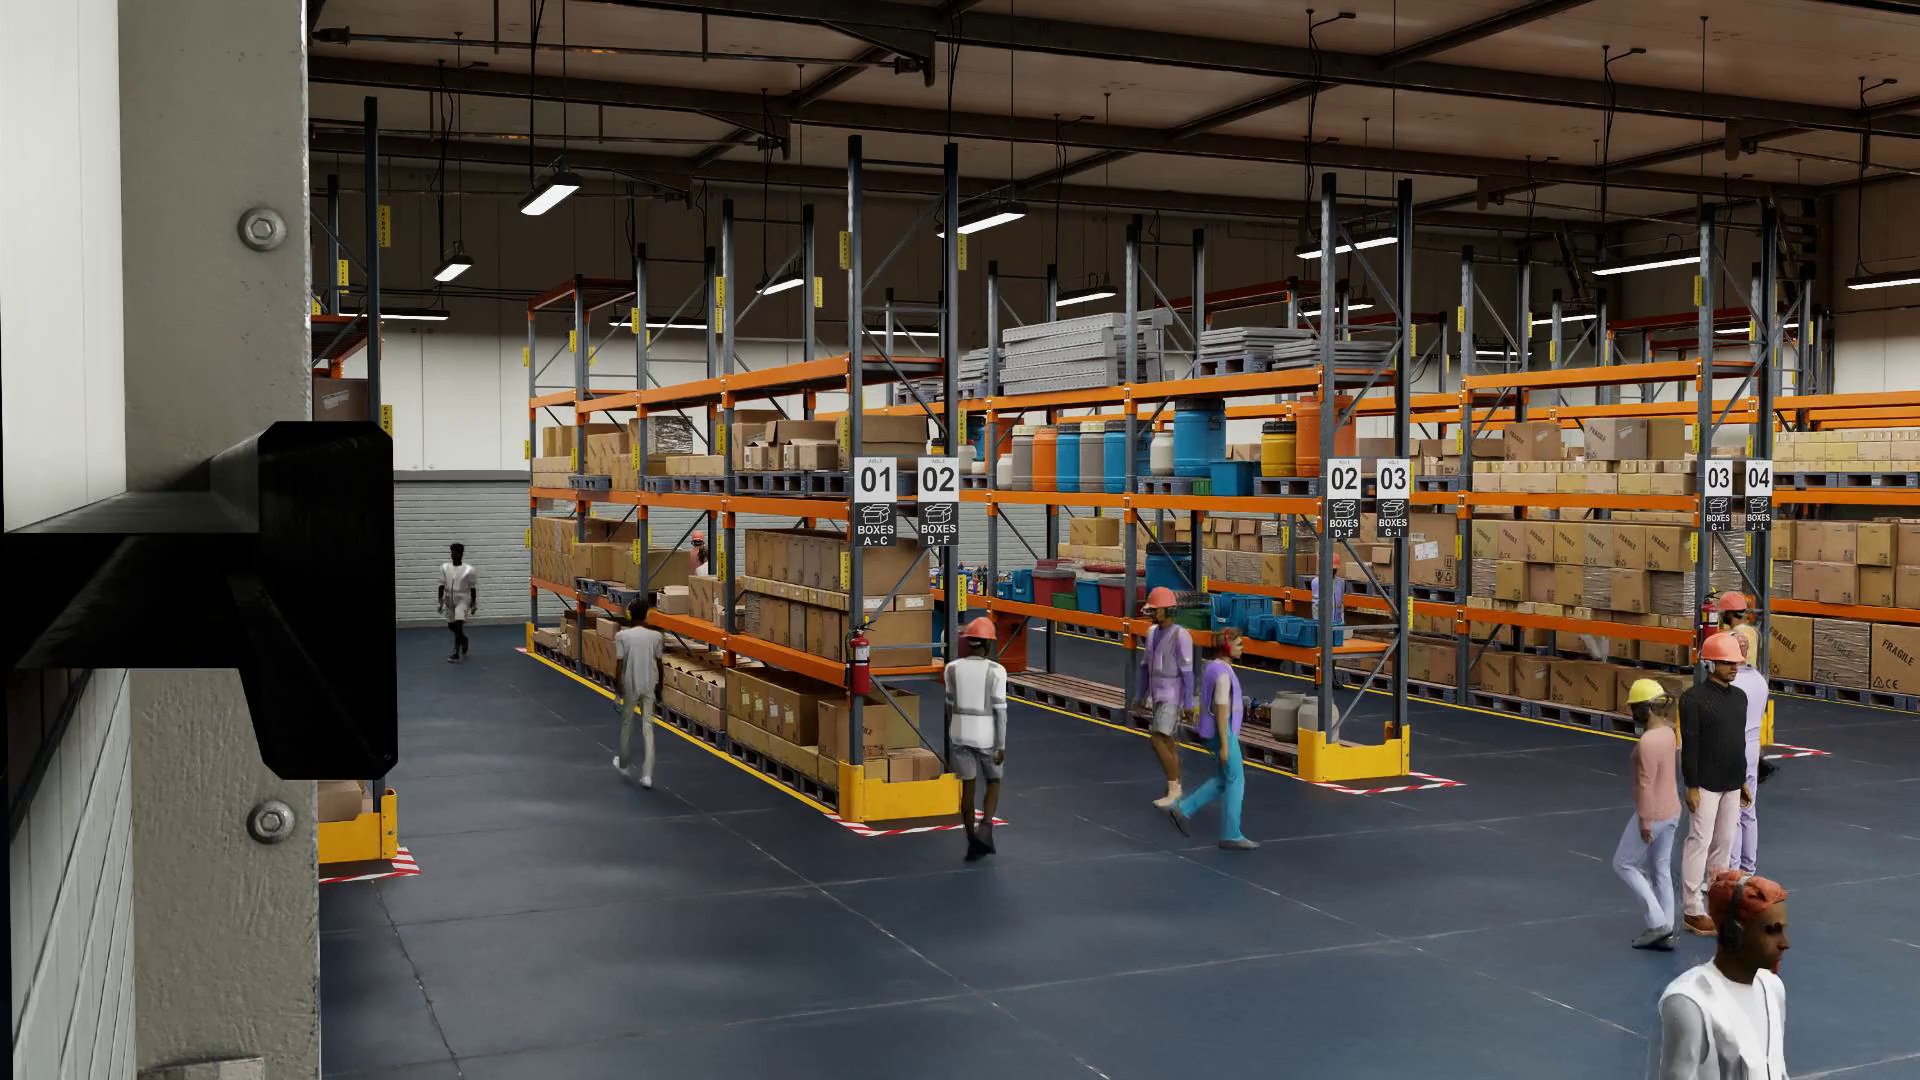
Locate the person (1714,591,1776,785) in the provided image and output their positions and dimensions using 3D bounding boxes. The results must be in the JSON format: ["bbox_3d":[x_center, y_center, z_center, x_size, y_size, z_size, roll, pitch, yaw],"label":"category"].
[{"bbox_3d":[7.467,1.452,17.165,0.580,1.924,0.487,-2,3,-42],"label":"person"}]

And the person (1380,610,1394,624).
[{"bbox_3d":[7.285,1.016,29.966,0.652,1.811,0.725,-1,2,-19],"label":"person"}]

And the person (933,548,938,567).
[{"bbox_3d":[-0.357,0.759,34.498,0.408,1.986,0.616,1,2,20],"label":"person"}]

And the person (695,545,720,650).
[{"bbox_3d":[-3.921,1.041,27.714,0.373,1.940,0.628,1,2,21],"label":"person"}]

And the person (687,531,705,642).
[{"bbox_3d":[-4.722,0.835,32.366,0.612,1.995,0.379,-1,2,-14],"label":"person"}]

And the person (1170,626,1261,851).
[{"bbox_3d":[2.091,1.602,14.575,0.627,1.820,0.580,0,2,0],"label":"person"}]

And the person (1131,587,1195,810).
[{"bbox_3d":[1.827,1.435,16.253,0.538,2.023,0.617,-1,2,-22],"label":"person"}]

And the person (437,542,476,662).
[{"bbox_3d":[-8.160,0.986,29.209,0.593,1.939,0.856,0,2,11],"label":"person"}]

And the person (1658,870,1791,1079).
[{"bbox_3d":[2.318,1.927,5.350,0.587,1.873,0.414,-2,3,-40],"label":"person"}]

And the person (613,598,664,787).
[{"bbox_3d":[-3.180,1.484,17.663,0.559,1.813,0.975,-1,2,-24],"label":"person"}]

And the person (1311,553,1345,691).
[{"bbox_3d":[5.200,1.144,25.181,0.542,1.928,0.374,-1,2,-24],"label":"person"}]

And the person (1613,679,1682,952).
[{"bbox_3d":[4.420,1.763,11.490,0.382,1.741,0.522,2,3,43],"label":"person"}]

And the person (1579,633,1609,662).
[{"bbox_3d":[9.638,1.067,27.058,0.621,1.928,0.444,-1,2,-22],"label":"person"}]

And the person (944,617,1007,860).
[{"bbox_3d":[0.139,1.570,14.255,0.538,1.916,0.420,1,2,19],"label":"person"}]

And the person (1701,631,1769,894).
[{"bbox_3d":[5.616,1.617,13.080,0.643,1.909,0.410,-2,3,-42],"label":"person"}]

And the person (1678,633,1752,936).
[{"bbox_3d":[5.060,1.616,11.978,0.609,1.995,0.376,-1,3,-31],"label":"person"}]
